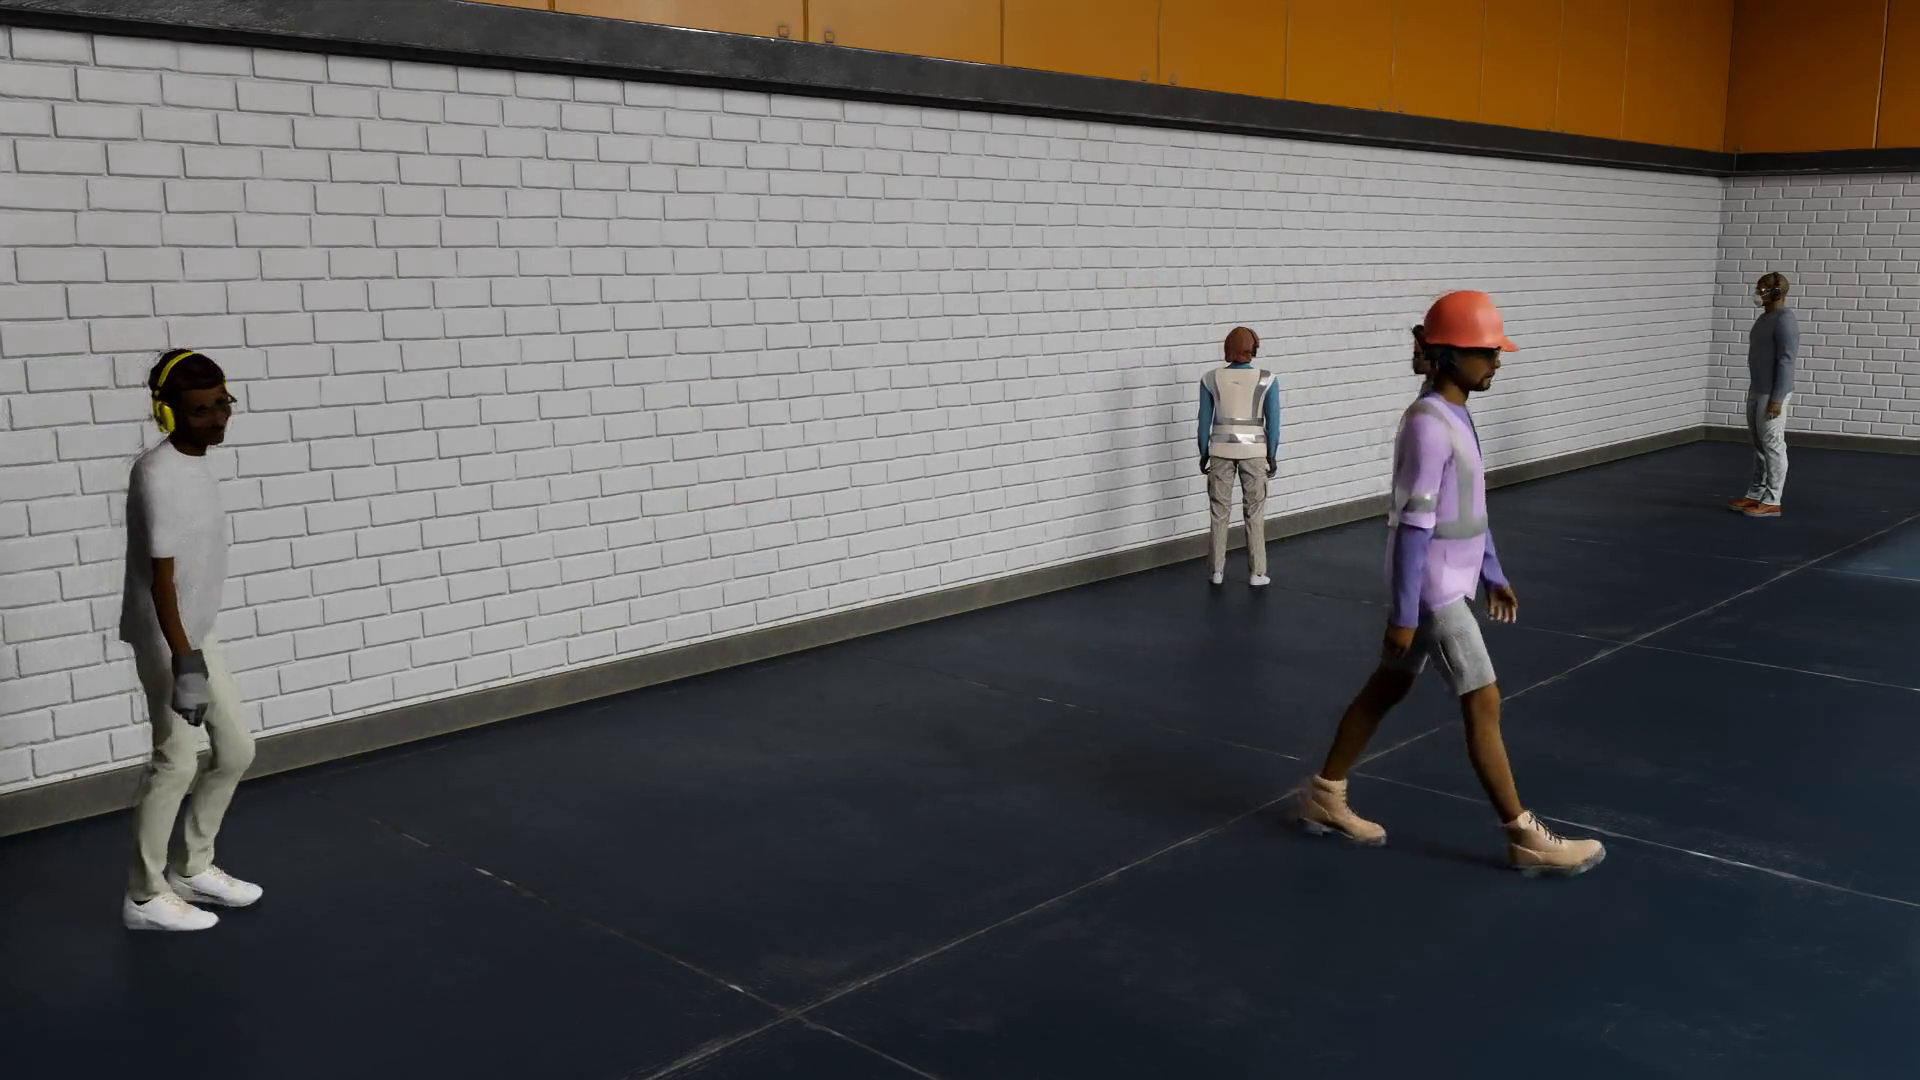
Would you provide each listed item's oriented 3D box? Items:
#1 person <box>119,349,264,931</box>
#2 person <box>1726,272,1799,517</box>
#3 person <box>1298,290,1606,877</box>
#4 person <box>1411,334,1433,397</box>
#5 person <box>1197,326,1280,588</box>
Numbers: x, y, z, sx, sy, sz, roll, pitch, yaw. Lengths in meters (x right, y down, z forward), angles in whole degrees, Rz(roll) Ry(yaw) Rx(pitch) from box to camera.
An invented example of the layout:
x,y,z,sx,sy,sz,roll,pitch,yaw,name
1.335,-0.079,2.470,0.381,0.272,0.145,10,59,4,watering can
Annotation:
x,y,z,sx,sy,sz,roll,pitch,yaw,name
-2.403,0.335,5.091,0.533,1.820,0.537,0,10,-3,person
6.425,-1.153,13.235,0.374,1.941,0.627,1,10,8,person
1.670,0.146,5.710,1.054,1.992,0.611,3,11,19,person
2.793,-0.414,9.897,0.267,1.632,0.507,2,10,9,person
1.743,-0.515,10.451,0.514,1.640,0.315,3,10,18,person
